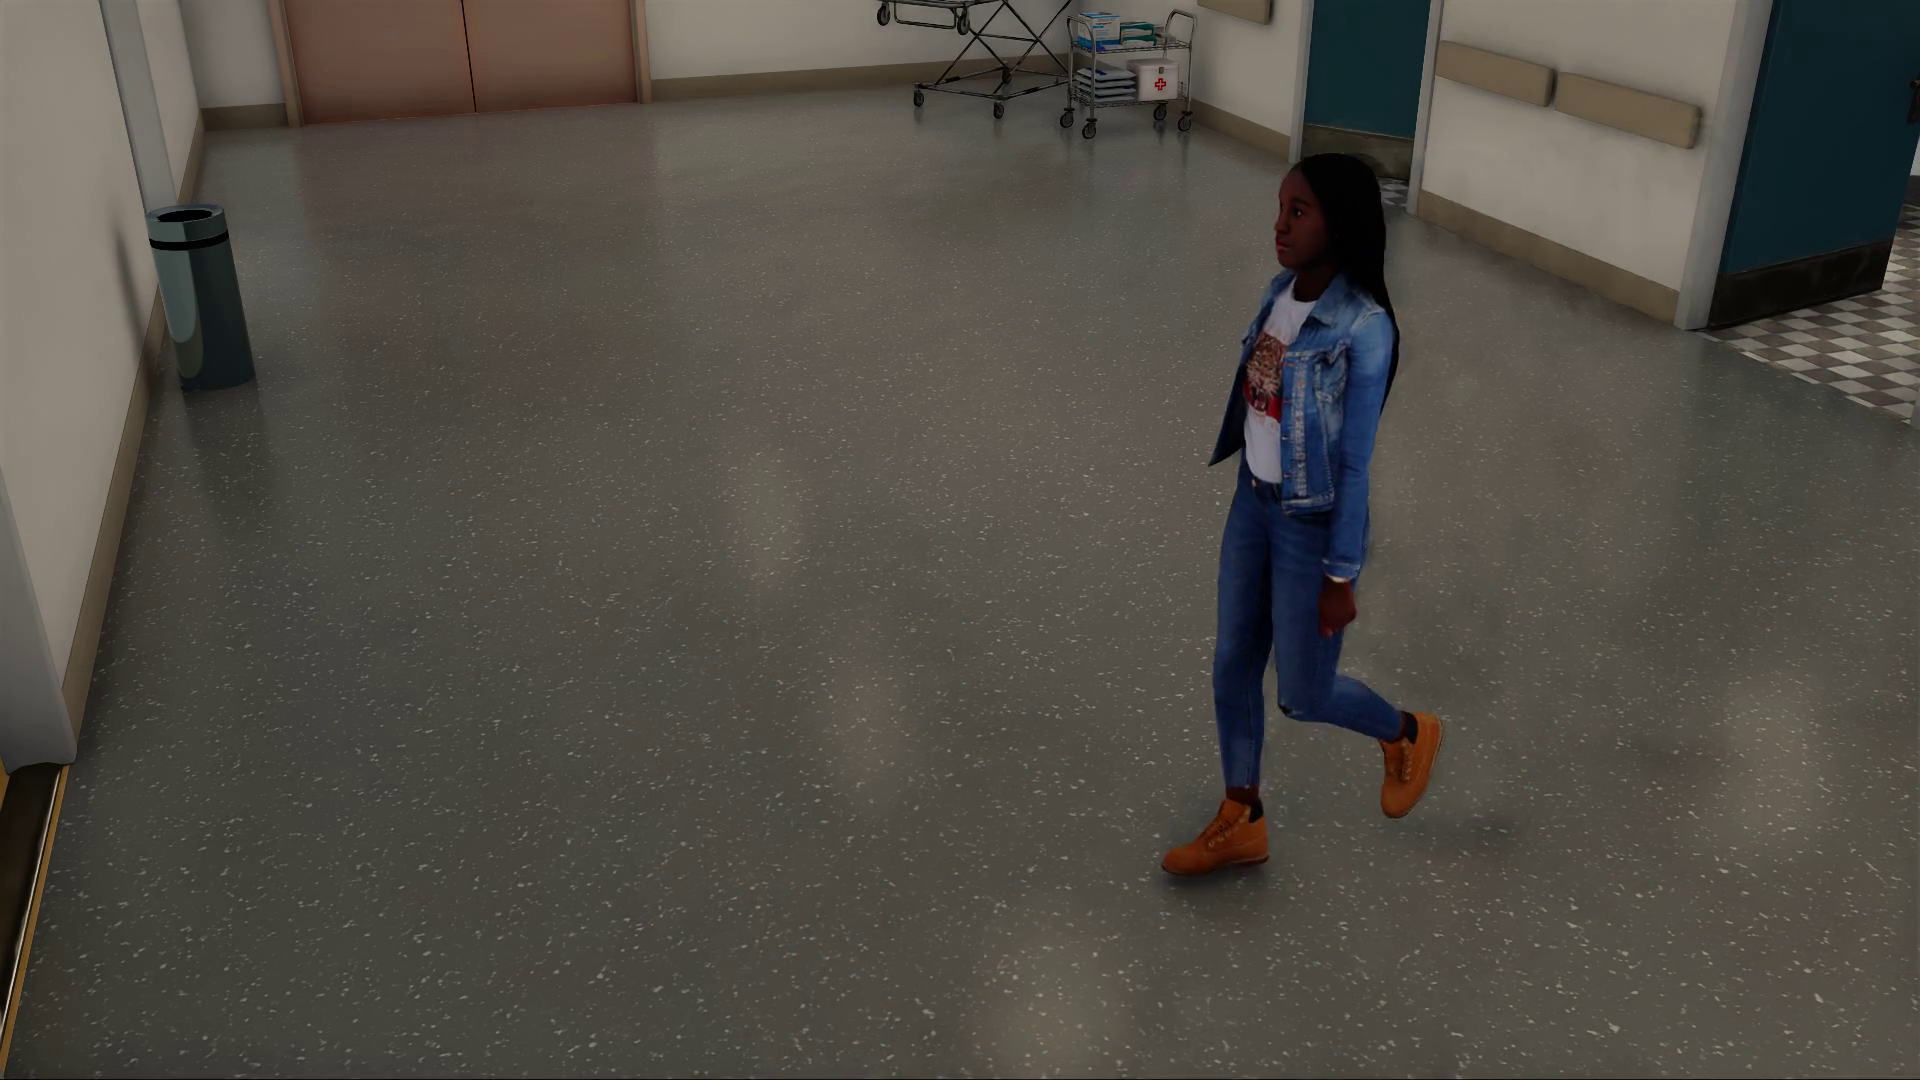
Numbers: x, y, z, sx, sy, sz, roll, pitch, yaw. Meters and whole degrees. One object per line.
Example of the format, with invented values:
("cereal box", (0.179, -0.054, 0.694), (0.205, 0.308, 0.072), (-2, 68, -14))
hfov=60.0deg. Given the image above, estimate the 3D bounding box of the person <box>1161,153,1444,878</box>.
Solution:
("person", (0.820, 0.006, 3.687), (0.683, 1.694, 0.862), (-10, 27, -19))
